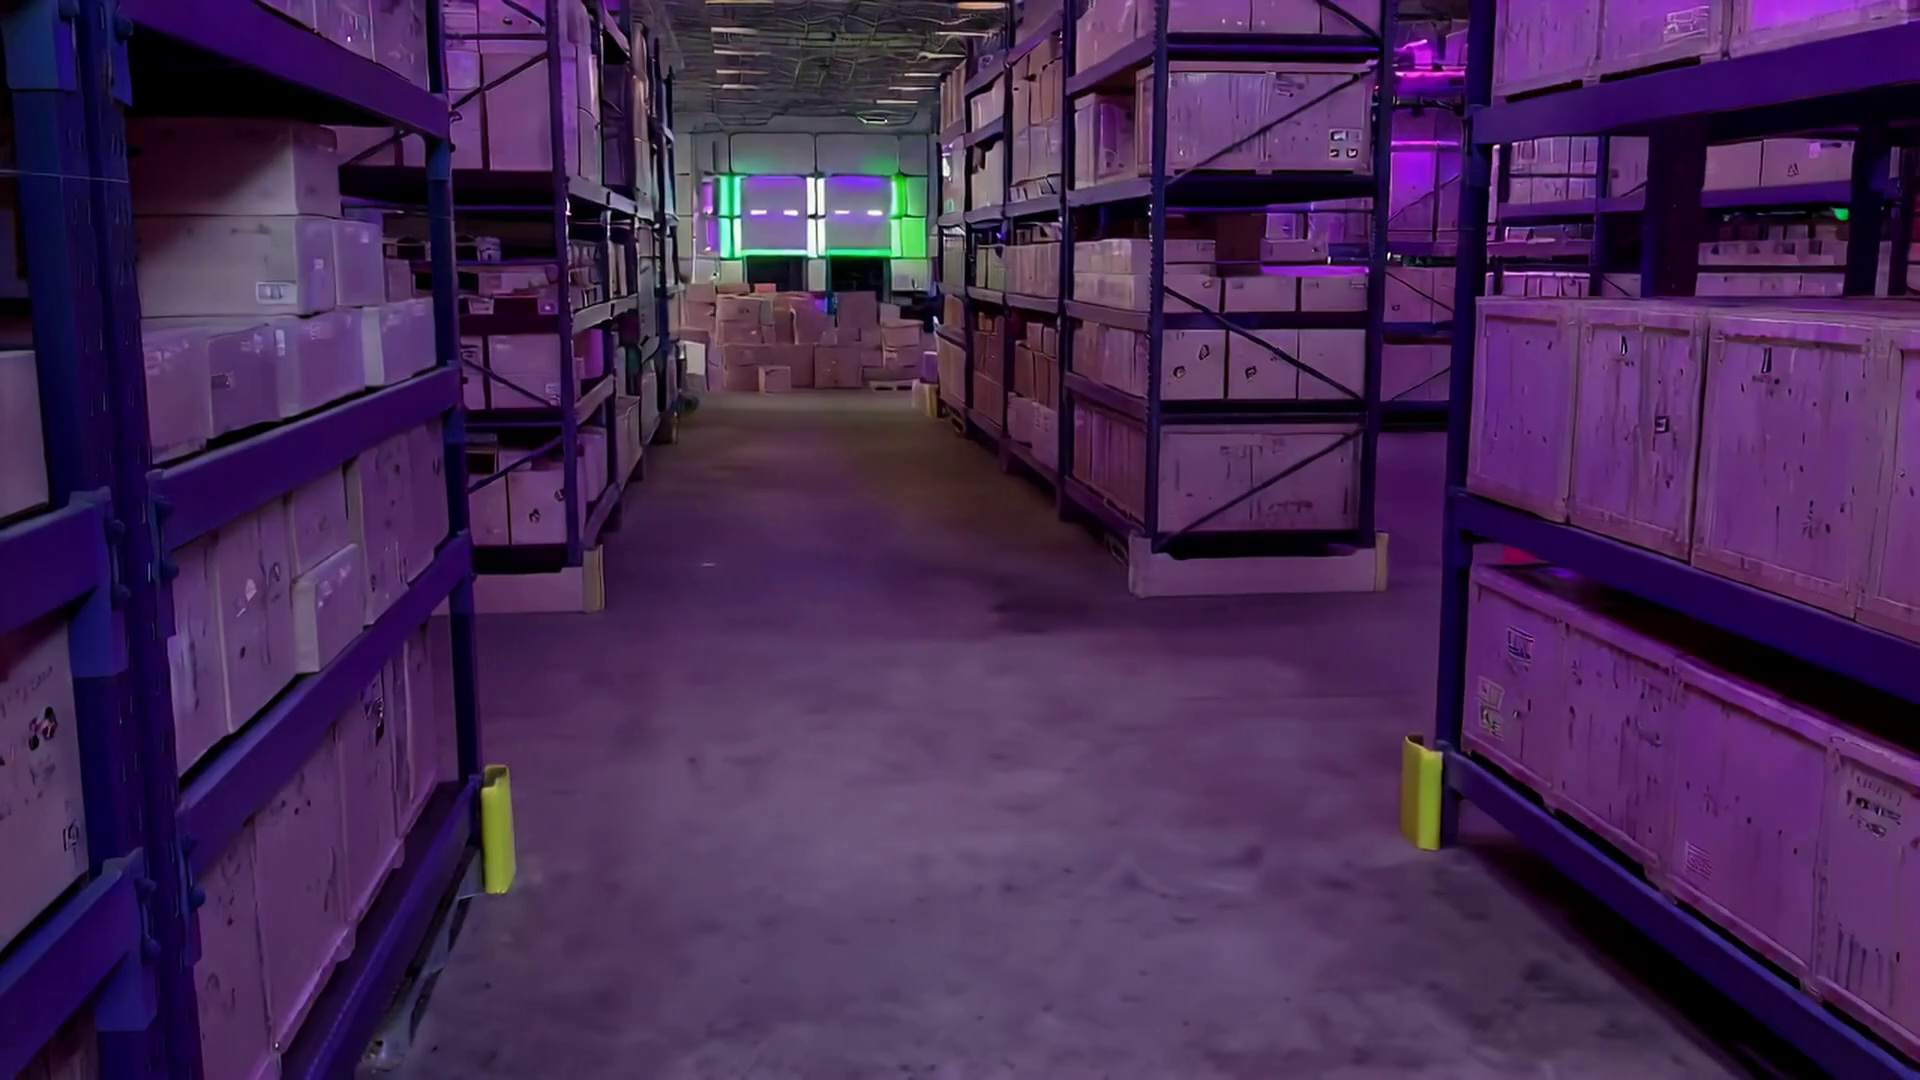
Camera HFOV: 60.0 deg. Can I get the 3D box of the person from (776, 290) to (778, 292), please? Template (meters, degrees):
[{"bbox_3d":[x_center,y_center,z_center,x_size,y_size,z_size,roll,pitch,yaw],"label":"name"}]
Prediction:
[{"bbox_3d":[-6.357,-7.838,57.682,0.546,1.661,0.815,7,12,36],"label":"person"}]

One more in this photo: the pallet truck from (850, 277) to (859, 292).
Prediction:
[{"bbox_3d":[-3.782,-9.391,65.808,1.885,1.965,0.823,2,10,10],"label":"pallet truck"}]

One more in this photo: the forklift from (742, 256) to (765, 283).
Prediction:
[{"bbox_3d":[-7.283,-8.633,58.827,1.873,2.768,1.129,-9,14,-44],"label":"forklift"}]

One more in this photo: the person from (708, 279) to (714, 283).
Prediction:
[{"bbox_3d":[-10.216,-9.692,67.841,0.573,1.911,0.583,5,11,27],"label":"person"}]

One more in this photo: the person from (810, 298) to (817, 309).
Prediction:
[{"bbox_3d":[-3.621,-4.993,40.686,0.429,1.840,0.645,-5,11,-27],"label":"person"}]

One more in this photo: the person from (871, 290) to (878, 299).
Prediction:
[{"bbox_3d":[-2.444,-6.117,47.046,0.990,1.890,0.639,0,10,-1],"label":"person"}]
